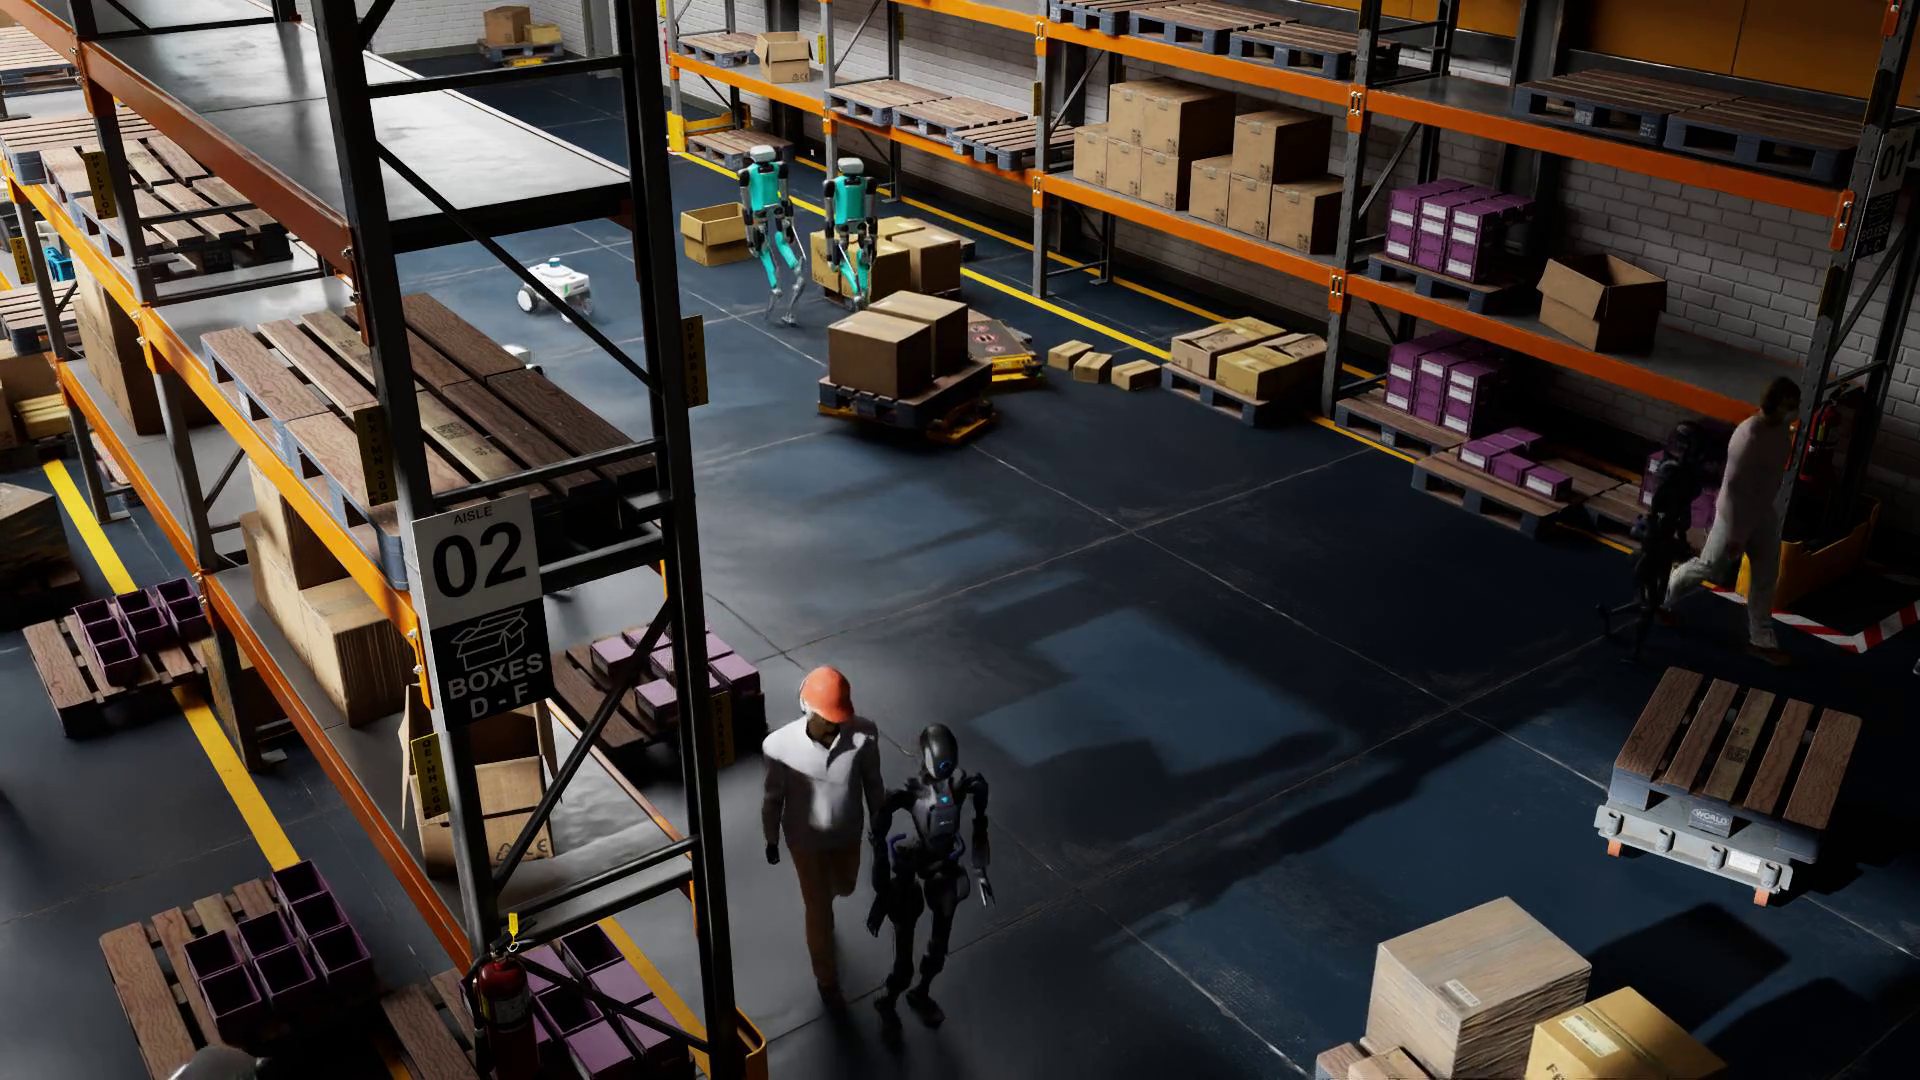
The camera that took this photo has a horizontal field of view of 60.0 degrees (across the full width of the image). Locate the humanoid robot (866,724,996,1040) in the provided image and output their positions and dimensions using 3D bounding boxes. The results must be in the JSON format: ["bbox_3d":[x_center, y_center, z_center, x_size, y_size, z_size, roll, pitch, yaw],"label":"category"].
[{"bbox_3d":[-0.147,1.508,7.430,0.600,1.644,0.370,-12,29,-22],"label":"humanoid robot"}]

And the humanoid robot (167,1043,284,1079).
[{"bbox_3d":[-2.052,2.457,5.505,0.840,1.789,0.530,6,27,11],"label":"humanoid robot"}]

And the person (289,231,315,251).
[{"bbox_3d":[-5.841,-2.212,14.748,0.341,1.743,0.554,18,32,32],"label":"person"}]

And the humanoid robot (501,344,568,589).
[{"bbox_3d":[-2.760,-0.375,11.187,0.756,1.852,0.545,14,30,26],"label":"humanoid robot"}]

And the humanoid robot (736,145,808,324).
[{"bbox_3d":[-1.747,-2.860,16.075,0.548,1.804,0.737,-17,31,-30],"label":"humanoid robot"}]

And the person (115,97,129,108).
[{"bbox_3d":[-10.664,-5.394,20.797,0.621,1.991,0.394,4,27,9],"label":"person"}]

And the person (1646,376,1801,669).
[{"bbox_3d":[4.927,-0.169,10.526,0.649,1.895,0.990,-22,34,-36],"label":"person"}]

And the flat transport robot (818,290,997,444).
[{"bbox_3d":[-0.455,-1.147,14.269,1.431,0.231,0.659,16,31,29],"label":"flat transport robot"}]

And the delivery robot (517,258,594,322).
[{"bbox_3d":[-4.063,-2.530,16.719,0.814,0.610,0.499,19,33,33],"label":"delivery robot"}]

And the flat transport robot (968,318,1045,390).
[{"bbox_3d":[0.266,-1.744,15.457,0.659,0.231,1.431,-7,28,-14],"label":"flat transport robot"}]

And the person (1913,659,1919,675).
[{"bbox_3d":[6.159,0.044,10.032,0.426,1.949,0.490,4,27,7],"label":"person"}]

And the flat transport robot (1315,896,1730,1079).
[{"bbox_3d":[2.150,2.599,6.818,1.431,0.231,0.659,-13,29,-24],"label":"flat transport robot"}]

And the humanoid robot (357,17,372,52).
[{"bbox_3d":[-8.258,-6.485,23.329,0.519,1.646,0.606,-20,33,-35],"label":"humanoid robot"}]

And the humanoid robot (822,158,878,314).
[{"bbox_3d":[-0.949,-2.643,15.623,0.551,1.791,0.861,-12,29,-22],"label":"humanoid robot"}]

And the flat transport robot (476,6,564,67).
[{"bbox_3d":[-7.389,-8.101,28.101,0.659,0.231,1.431,-14,30,-25],"label":"flat transport robot"}]

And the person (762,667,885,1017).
[{"bbox_3d":[-0.639,1.304,7.780,0.577,1.723,0.762,-10,28,-19],"label":"person"}]

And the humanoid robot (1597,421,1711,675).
[{"bbox_3d":[4.314,0.000,10.435,0.608,1.641,0.564,-24,35,-39],"label":"humanoid robot"}]
